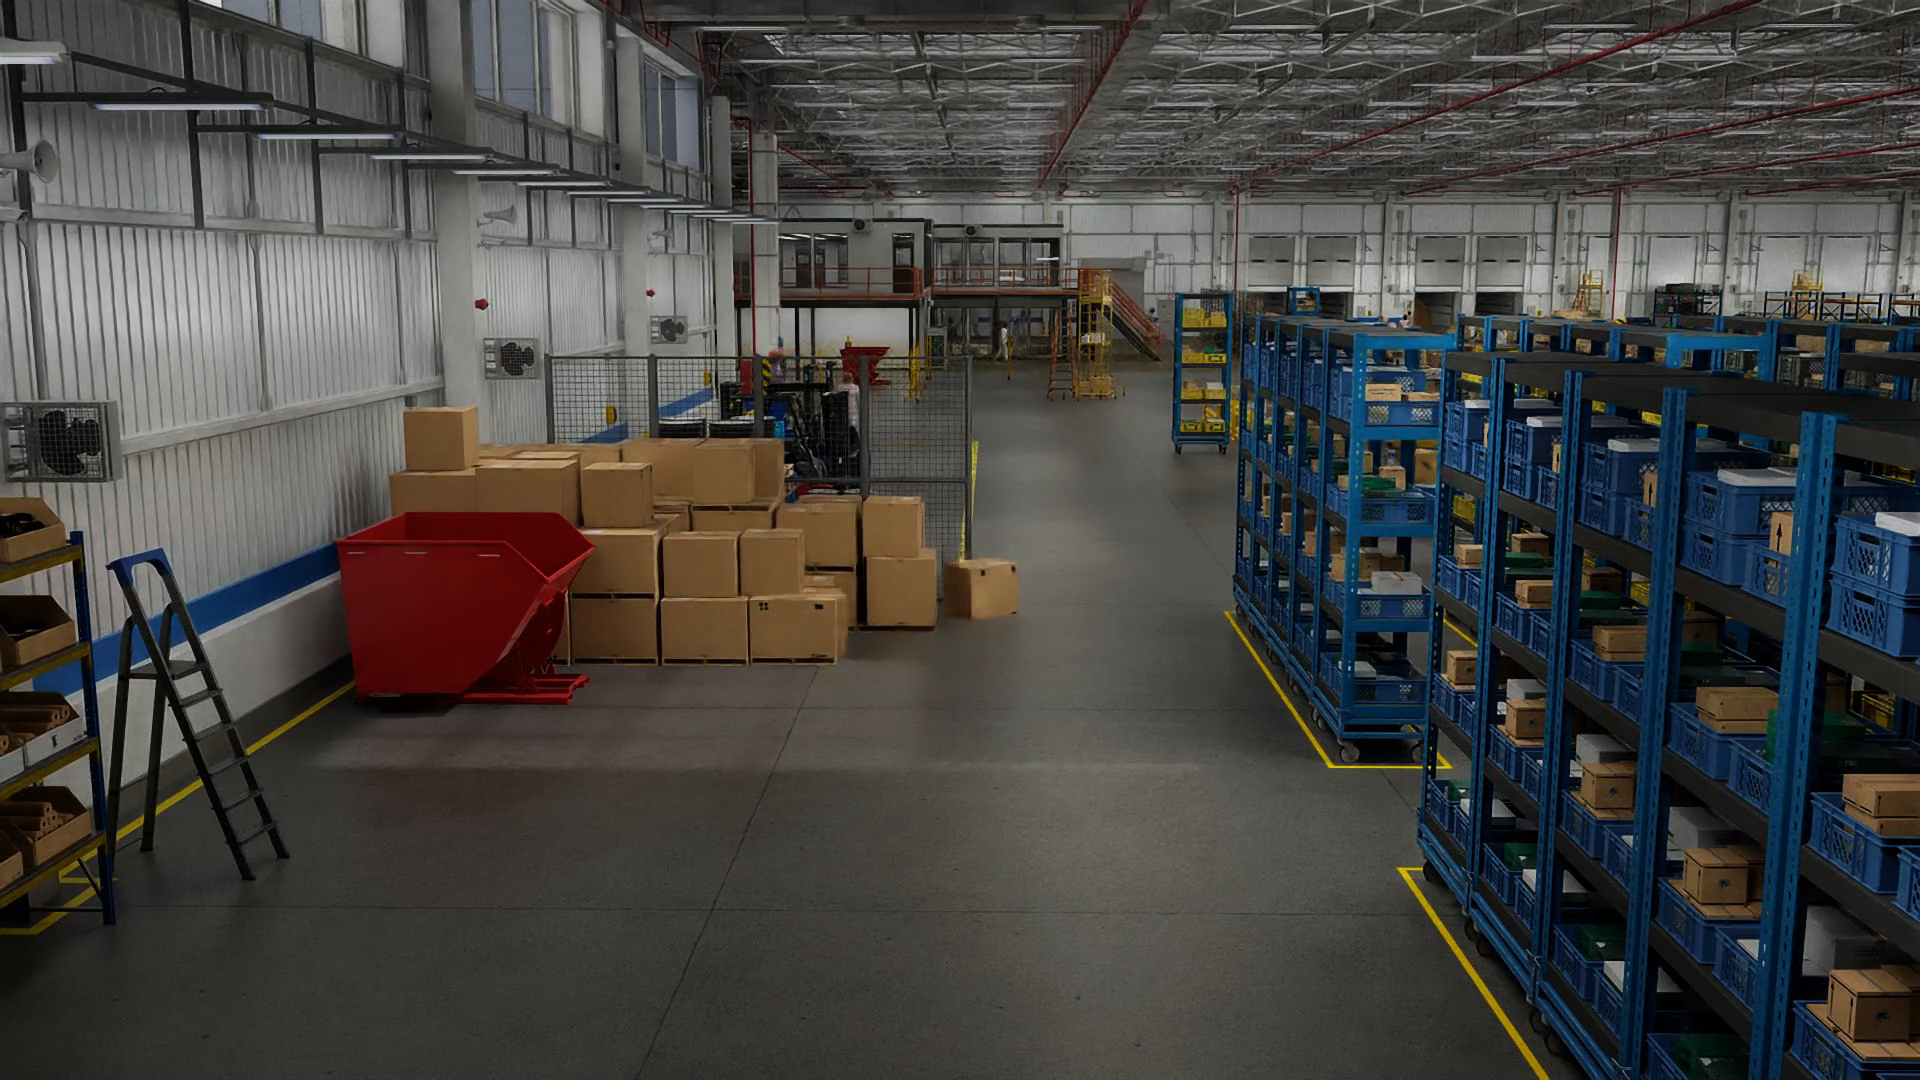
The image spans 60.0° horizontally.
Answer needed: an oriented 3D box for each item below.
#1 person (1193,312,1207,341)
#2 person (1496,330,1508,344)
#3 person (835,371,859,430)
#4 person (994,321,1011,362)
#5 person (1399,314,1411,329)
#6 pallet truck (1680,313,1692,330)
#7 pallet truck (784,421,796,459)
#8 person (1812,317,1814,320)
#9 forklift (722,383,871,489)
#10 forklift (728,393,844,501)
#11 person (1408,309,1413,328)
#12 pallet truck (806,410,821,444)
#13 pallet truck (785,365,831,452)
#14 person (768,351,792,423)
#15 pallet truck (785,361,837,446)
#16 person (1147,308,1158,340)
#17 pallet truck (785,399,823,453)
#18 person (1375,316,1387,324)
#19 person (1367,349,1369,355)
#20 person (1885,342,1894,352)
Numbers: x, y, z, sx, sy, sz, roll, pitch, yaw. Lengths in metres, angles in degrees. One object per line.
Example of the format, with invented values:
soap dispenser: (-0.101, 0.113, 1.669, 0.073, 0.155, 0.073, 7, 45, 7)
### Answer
person: (14.033, -12.545, 97.321, 0.904, 1.796, 0.725, 6, 11, 32)
person: (23.200, -8.386, 71.261, 0.544, 1.921, 0.586, -2, 9, -13)
person: (-2.478, -2.825, 37.104, 0.652, 1.875, 0.901, 2, 10, 15)
person: (1.911, -8.895, 74.559, 0.674, 1.865, 0.599, 1, 9, 5)
person: (23.137, -10.827, 86.556, 0.631, 1.840, 0.428, 3, 10, 21)
pallet truck: (36.315, -10.531, 84.244, 0.823, 1.965, 1.885, -6, 11, -33)
pallet truck: (-4.013, -1.793, 32.705, 1.601, 1.201, 0.680, 0, 9, 1)
person: (45.141, -11.010, 88.224, 0.761, 1.660, 0.542, -1, 9, -5)
forklift: (-2.893, -1.687, 28.729, 2.680, 1.987, 1.157, 0, 9, -1)
forklift: (-2.979, -1.316, 26.476, 2.680, 1.987, 1.157, 0, 9, 1)
person: (25.595, -12.178, 94.647, 0.395, 1.920, 0.585, 6, 11, 32)
pallet truck: (-3.559, -2.018, 33.905, 1.522, 1.261, 0.704, 0, 9, -1)
pallet truck: (-3.774, -2.976, 37.635, 1.885, 1.965, 0.823, 1, 9, 5)
person: (-4.933, -4.050, 44.316, 1.063, 1.986, 0.621, -4, 10, -24)
pallet truck: (-3.410, -3.193, 38.978, 1.885, 1.965, 0.823, 0, 9, -1)
person: (11.393, -12.716, 97.959, 0.867, 1.911, 0.619, 2, 9, 12)
pallet truck: (-3.814, -2.432, 36.419, 1.630, 1.274, 0.653, 0, 9, 1)
person: (20.678, -10.095, 81.910, 0.640, 1.877, 1.083, 8, 12, 42)
person: (15.962, -7.462, 65.653, 0.983, 1.899, 0.563, -3, 10, -19)
person: (32.803, -6.322, 58.379, 0.603, 1.965, 0.368, 6, 11, 33)
